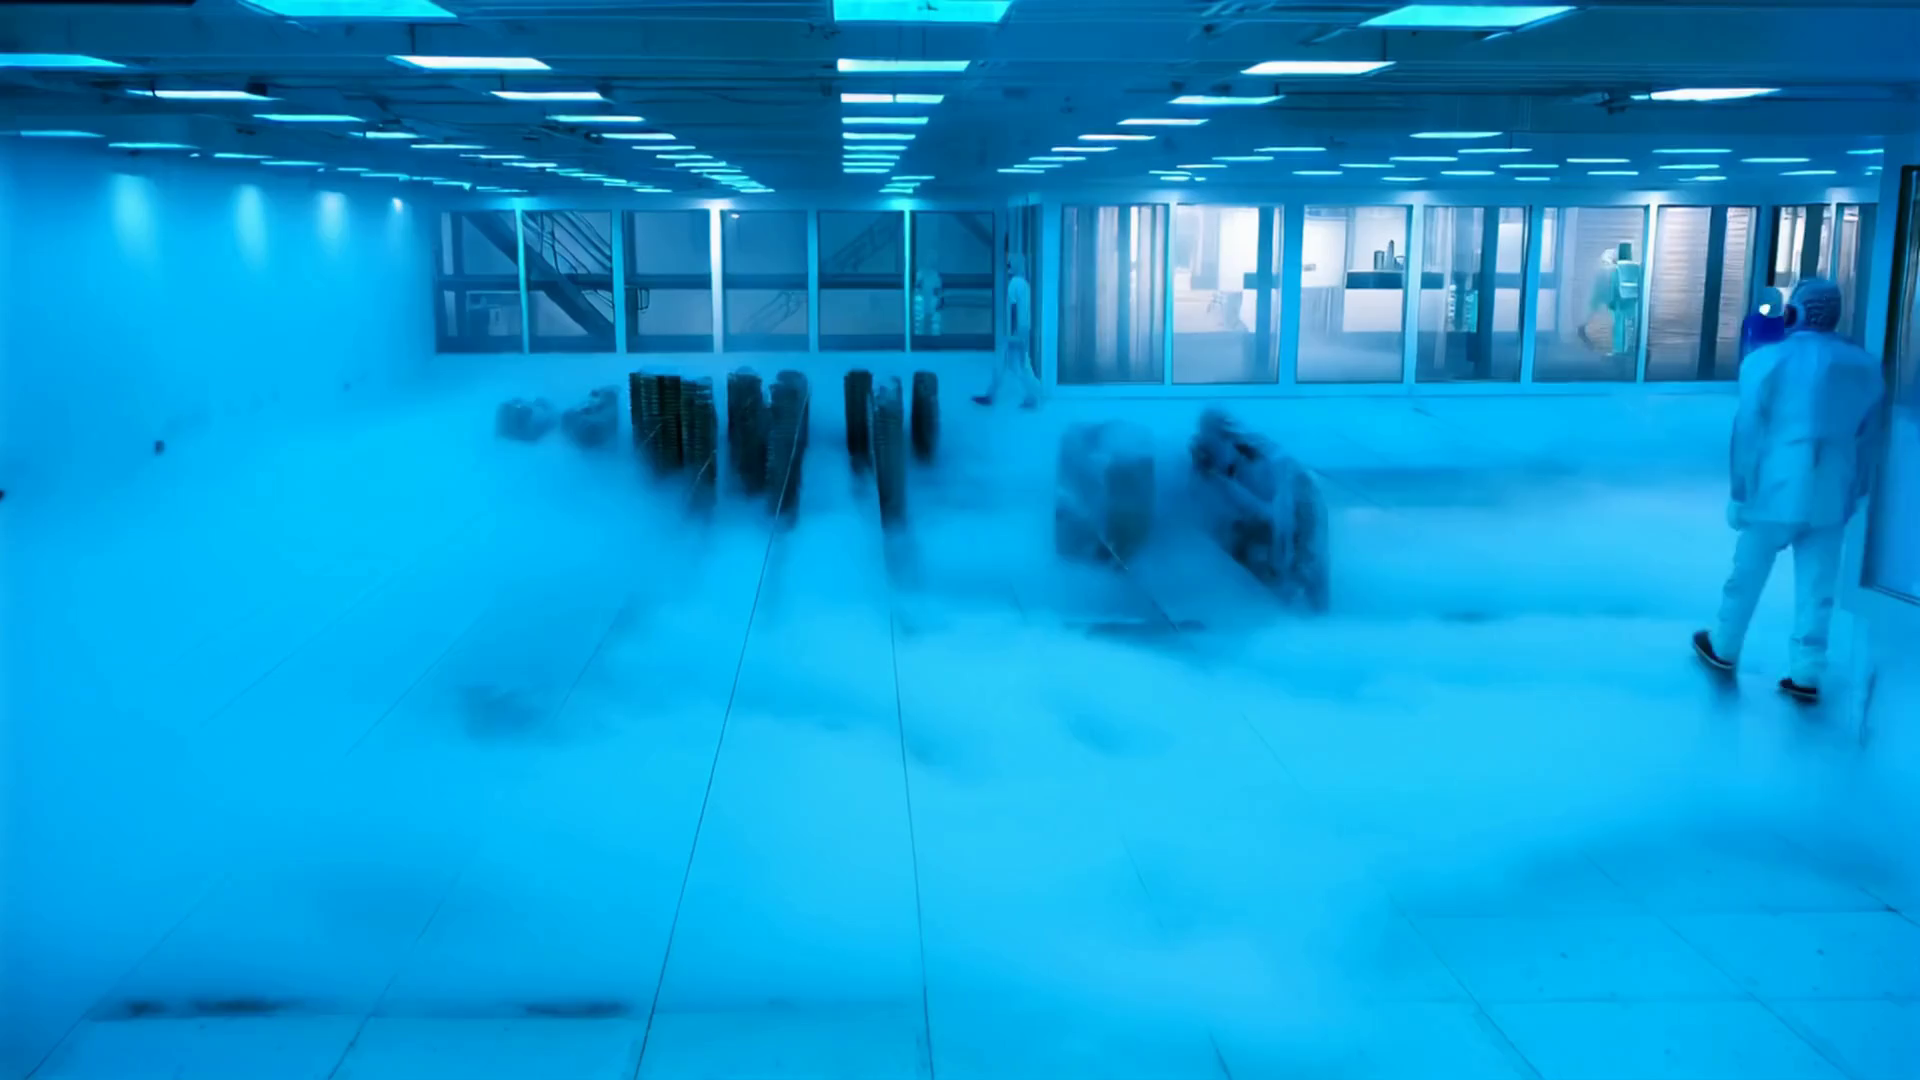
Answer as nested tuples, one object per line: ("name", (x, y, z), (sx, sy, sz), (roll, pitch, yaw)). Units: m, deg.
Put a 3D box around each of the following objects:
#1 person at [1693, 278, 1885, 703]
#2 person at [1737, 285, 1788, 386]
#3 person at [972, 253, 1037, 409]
("person", (3.784, -0.250, 7.622), (0.680, 1.866, 0.913), (0, 11, 2))
("person", (7.371, -1.515, 15.165), (0.417, 1.615, 0.505), (-8, 13, -38))
("person", (0.556, -2.469, 19.710), (0.903, 1.827, 0.499), (6, 12, 30))
